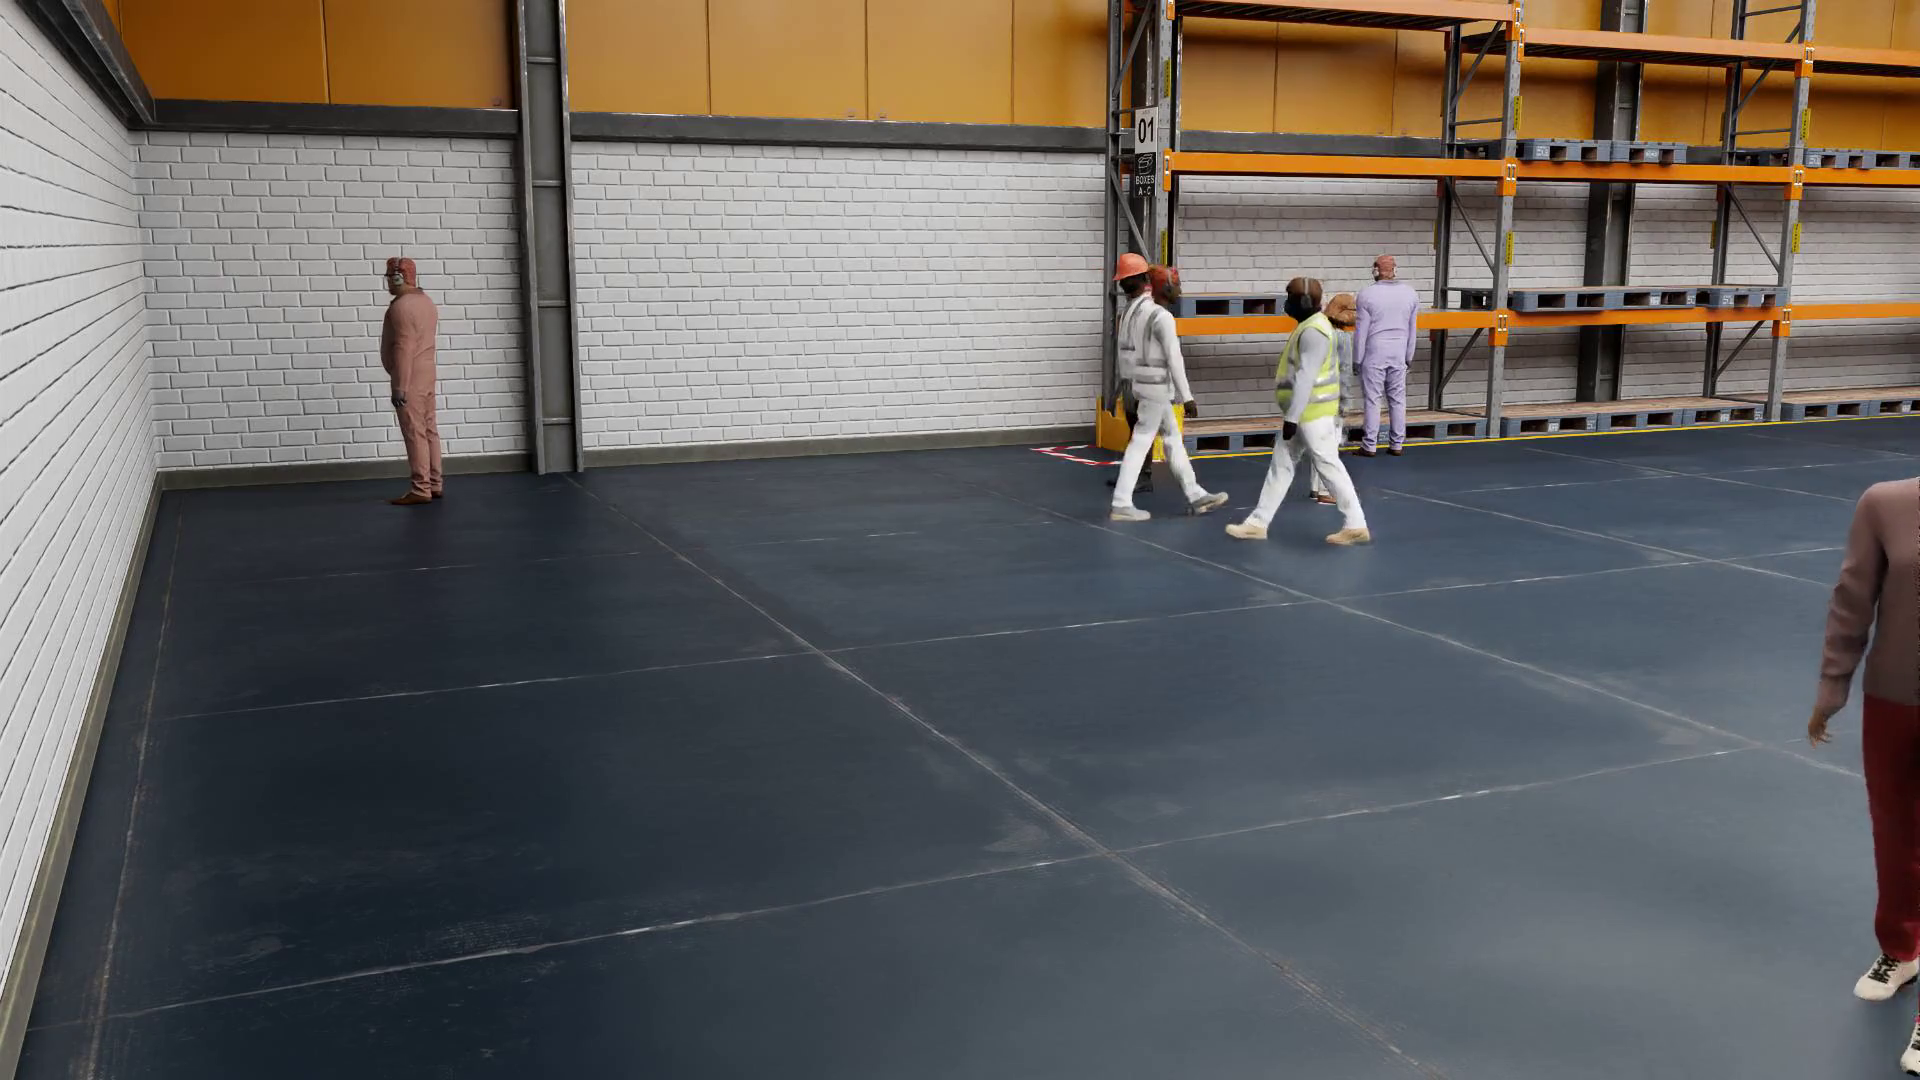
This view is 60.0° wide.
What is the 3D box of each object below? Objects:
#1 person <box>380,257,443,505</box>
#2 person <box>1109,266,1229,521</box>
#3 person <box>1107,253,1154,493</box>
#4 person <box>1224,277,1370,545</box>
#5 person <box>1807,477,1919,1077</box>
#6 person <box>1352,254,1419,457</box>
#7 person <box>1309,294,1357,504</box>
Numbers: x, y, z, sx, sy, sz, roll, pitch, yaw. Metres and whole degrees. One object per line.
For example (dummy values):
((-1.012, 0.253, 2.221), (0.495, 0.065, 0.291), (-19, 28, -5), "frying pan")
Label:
((-4.261, -1.226, 12.869), (0.403, 1.904, 0.652), (0, 10, 2), "person")
((1.529, -1.049, 12.047), (0.957, 1.834, 0.601), (-1, 10, -5), "person")
((1.403, -1.345, 13.462), (0.372, 1.930, 0.543), (-2, 10, -10), "person")
((2.319, -0.854, 11.121), (0.965, 1.797, 0.663), (1, 10, 7), "person")
((2.479, 0.412, 4.214), (0.524, 1.760, 0.534), (-9, 13, -40), "person")
((3.976, -1.728, 15.676), (0.638, 1.903, 0.408), (-3, 11, -15), "person")
((2.906, -1.089, 12.895), (0.287, 1.626, 0.497), (0, 10, -3), "person")
